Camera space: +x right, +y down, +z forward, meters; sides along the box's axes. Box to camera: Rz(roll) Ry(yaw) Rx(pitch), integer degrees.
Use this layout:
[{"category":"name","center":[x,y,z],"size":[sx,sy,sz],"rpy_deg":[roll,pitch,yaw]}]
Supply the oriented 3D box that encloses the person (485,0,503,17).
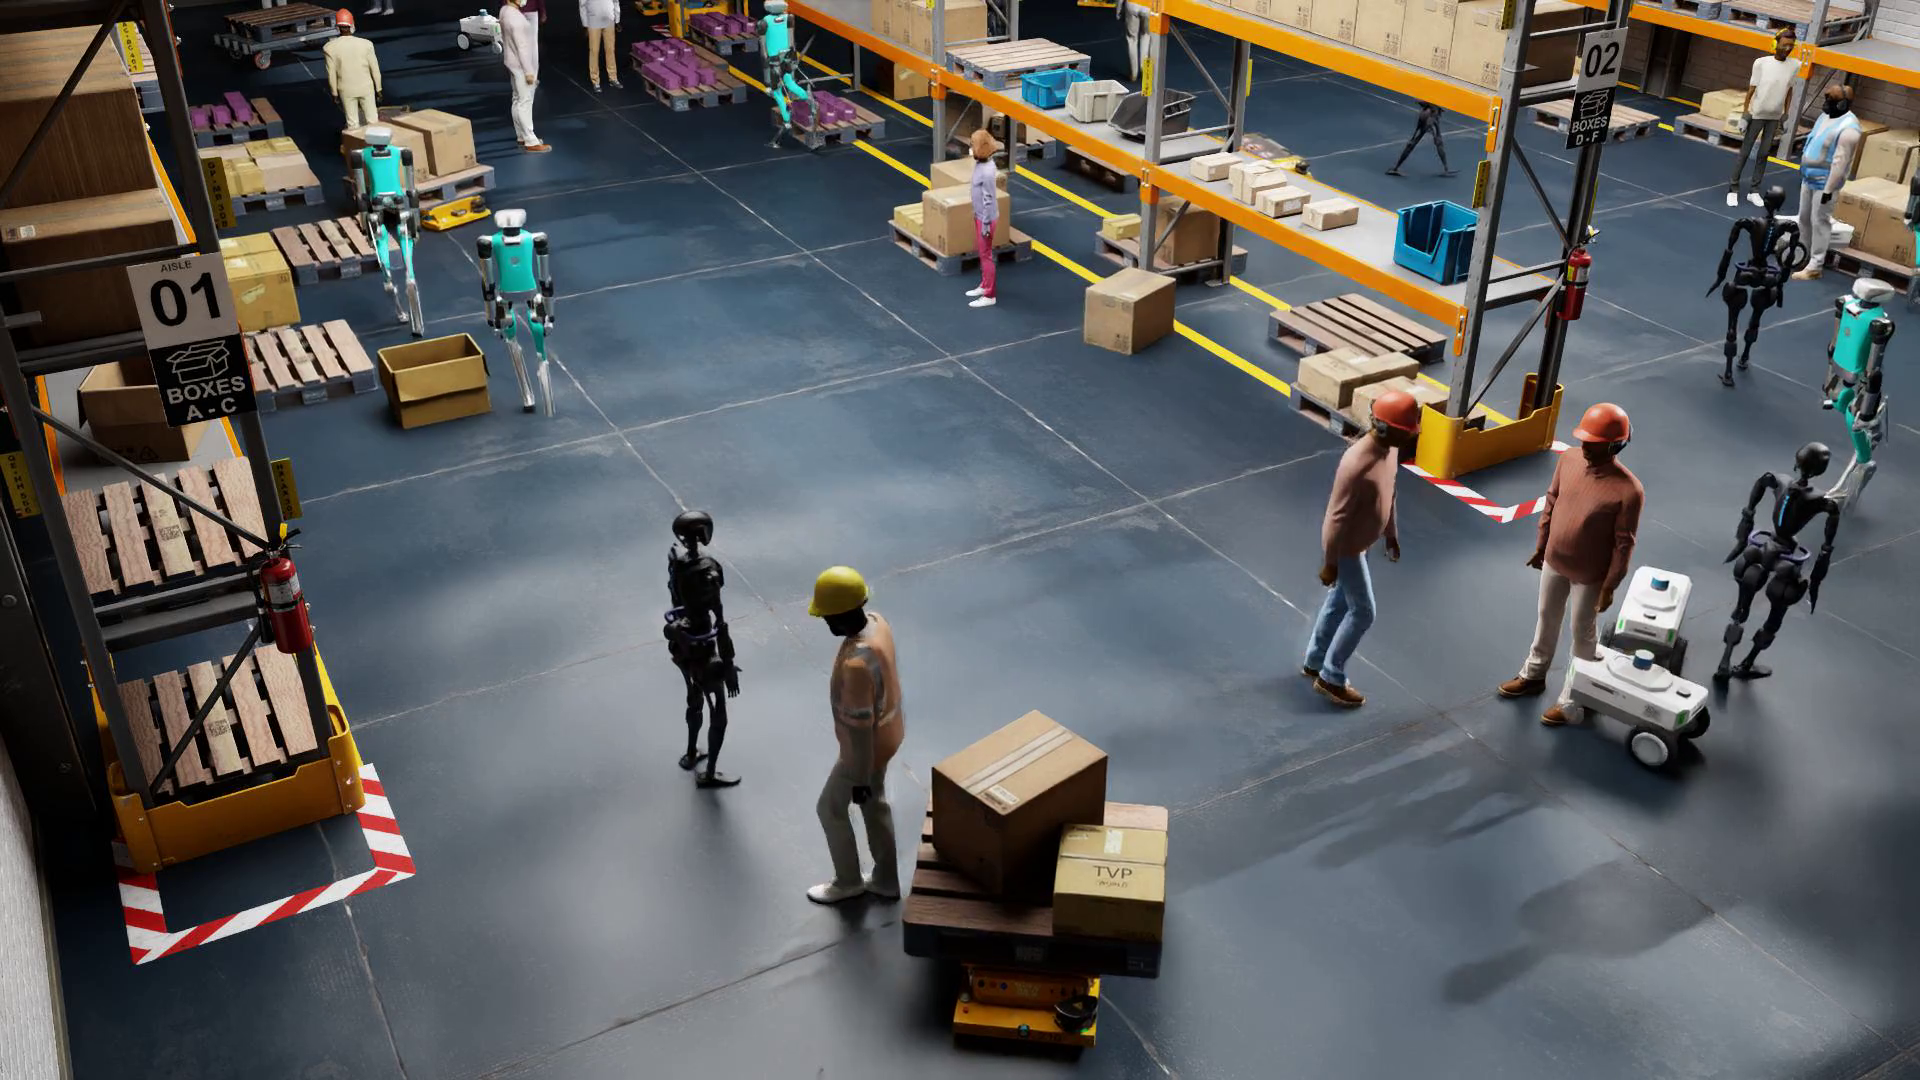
[{"category":"person","center":[-7.003,-8.612,24.835],"size":[0.548,1.828,0.620],"rpy_deg":[-2,30,-4]}]

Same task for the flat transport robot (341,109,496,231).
[{"category":"flat transport robot","center":[-5.695,-3.581,17.644],"size":[1.431,0.231,0.659],"rpy_deg":[22,36,33]}]

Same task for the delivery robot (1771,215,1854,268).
[{"category":"delivery robot","center":[8.328,-2.984,16.301],"size":[0.750,0.579,0.499],"rpy_deg":[2,30,4]}]

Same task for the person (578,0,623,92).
[{"category":"person","center":[-4.672,-6.762,21.689],"size":[0.563,1.752,0.335],"rpy_deg":[-18,35,-29]}]

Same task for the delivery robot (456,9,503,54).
[{"category":"delivery robot","center":[-6.790,-7.273,23.787],"size":[0.802,0.598,0.499],"rpy_deg":[14,33,23]}]

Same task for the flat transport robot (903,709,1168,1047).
[{"category":"flat transport robot","center":[0.382,1.865,8.163],"size":[0.659,0.231,1.431],"rpy_deg":[4,30,7]}]

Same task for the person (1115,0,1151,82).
[{"category":"person","center":[2.374,-7.087,22.130],"size":[0.613,1.877,0.611],"rpy_deg":[0,30,0]}]

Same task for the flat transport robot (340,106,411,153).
[{"category":"flat transport robot","center":[-7.028,-4.957,20.038],"size":[0.659,0.231,1.431],"rpy_deg":[-5,30,-8]}]

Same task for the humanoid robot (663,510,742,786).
[{"category":"humanoid robot","center":[-1.402,0.557,9.026],"size":[0.331,1.650,0.599],"rpy_deg":[-20,36,-31]}]

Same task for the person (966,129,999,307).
[{"category":"person","center":[0.209,-2.933,15.152],"size":[0.287,1.628,0.500],"rpy_deg":[-4,30,-7]}]

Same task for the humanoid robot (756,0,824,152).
[{"category":"humanoid robot","center":[-1.901,-5.278,19.195],"size":[1.046,1.783,0.531],"rpy_deg":[23,37,34]}]

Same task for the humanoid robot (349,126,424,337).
[{"category":"humanoid robot","center":[-4.948,-2.613,14.563],"size":[0.547,1.865,0.829],"rpy_deg":[-10,31,-17]}]

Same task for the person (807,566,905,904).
[{"category":"person","center":[-0.532,0.964,8.104],"size":[0.509,1.901,0.639],"rpy_deg":[8,31,13]}]

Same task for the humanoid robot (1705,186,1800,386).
[{"category":"humanoid robot","center":[6.499,-2.131,13.714],"size":[0.603,1.645,0.602],"rpy_deg":[6,30,10]}]

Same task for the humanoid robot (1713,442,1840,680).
[{"category":"humanoid robot","center":[4.756,0.150,9.757],"size":[0.491,1.639,0.599],"rpy_deg":[-21,36,-32]}]

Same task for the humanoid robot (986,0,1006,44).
[{"category":"humanoid robot","center":[0.495,-7.663,23.328],"size":[0.340,1.651,0.597],"rpy_deg":[17,34,28]}]

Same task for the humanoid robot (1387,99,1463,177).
[{"category":"humanoid robot","center":[5.239,-4.793,18.394],"size":[0.825,1.608,0.612],"rpy_deg":[10,31,17]}]

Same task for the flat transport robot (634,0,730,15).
[{"category":"flat transport robot","center":[-4.344,-8.451,26.121],"size":[1.431,0.231,0.659],"rpy_deg":[-12,32,-19]}]

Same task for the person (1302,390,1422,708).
[{"category":"person","center":[2.345,0.036,9.663],"size":[0.582,1.957,0.641],"rpy_deg":[16,33,26]}]

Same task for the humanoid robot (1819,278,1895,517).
[{"category":"humanoid robot","center":[6.388,-0.939,11.675],"size":[0.746,1.884,0.539],"rpy_deg":[-4,30,-7]}]

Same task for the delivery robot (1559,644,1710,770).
[{"category":"delivery robot","center":[3.877,0.903,9.541],"size":[0.785,0.585,0.499],"rpy_deg":[26,39,38]}]

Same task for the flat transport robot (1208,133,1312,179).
[{"category":"flat transport robot","center":[3.389,-4.363,19.005],"size":[0.659,0.231,1.431],"rpy_deg":[-9,31,-16]}]

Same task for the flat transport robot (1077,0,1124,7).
[{"category":"flat transport robot","center":[2.357,-8.792,26.715],"size":[0.659,0.231,1.431],"rpy_deg":[8,31,14]}]

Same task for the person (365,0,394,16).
[{"category":"person","center":[-9.035,-8.903,25.554],"size":[0.355,1.642,0.507],"rpy_deg":[-23,37,-34]}]

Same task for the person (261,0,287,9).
[{"category":"person","center":[-10.242,-8.532,24.686],"size":[0.429,1.843,0.626],"rpy_deg":[18,34,28]}]

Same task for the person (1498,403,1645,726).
[{"category":"person","center":[3.502,0.131,9.450],"size":[0.376,1.995,0.610],"rpy_deg":[-15,33,-24]}]

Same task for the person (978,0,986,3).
[{"category":"person","center":[0.132,-6.694,21.429],"size":[0.403,1.904,0.642],"rpy_deg":[-8,31,-13]}]

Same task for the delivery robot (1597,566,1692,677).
[{"category":"delivery robot","center":[4.273,0.478,10.275],"size":[0.499,0.579,0.767],"rpy_deg":[15,33,25]}]

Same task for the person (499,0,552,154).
[{"category":"person","center":[-5.078,-5.470,19.264],"size":[0.371,1.933,0.627],"rpy_deg":[-15,33,-24]}]

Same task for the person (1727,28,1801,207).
[{"category":"person","center":[8.498,-4.448,17.545],"size":[0.505,1.874,0.330],"rpy_deg":[1,30,1]}]

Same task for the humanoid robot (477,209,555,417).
[{"category":"humanoid robot","center":[-3.450,-1.786,13.105],"size":[0.543,1.840,0.763],"rpy_deg":[-7,31,-12]}]

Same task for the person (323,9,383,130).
[{"category":"person","center":[-6.825,-5.101,18.798],"size":[0.571,1.748,0.341],"rpy_deg":[-10,31,-17]}]

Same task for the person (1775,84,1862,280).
[{"category":"person","center":[8.148,-3.393,15.753],"size":[0.432,1.833,0.630],"rpy_deg":[0,30,0]}]

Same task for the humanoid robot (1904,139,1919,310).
[{"category":"humanoid robot","center":[8.830,-2.839,14.967],"size":[0.543,1.870,0.694],"rpy_deg":[1,30,1]}]

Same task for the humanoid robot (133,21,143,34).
[{"category":"humanoid robot","center":[-11.116,-6.958,22.175],"size":[0.787,1.637,0.607],"rpy_deg":[21,36,32]}]

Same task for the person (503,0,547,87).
[{"category":"person","center":[-5.734,-7.042,21.978],"size":[0.518,1.895,0.833],"rpy_deg":[-3,30,-5]}]

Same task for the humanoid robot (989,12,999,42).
[{"category":"humanoid robot","center":[0.416,-8.049,23.959],"size":[0.668,1.810,0.532],"rpy_deg":[15,33,25]}]
